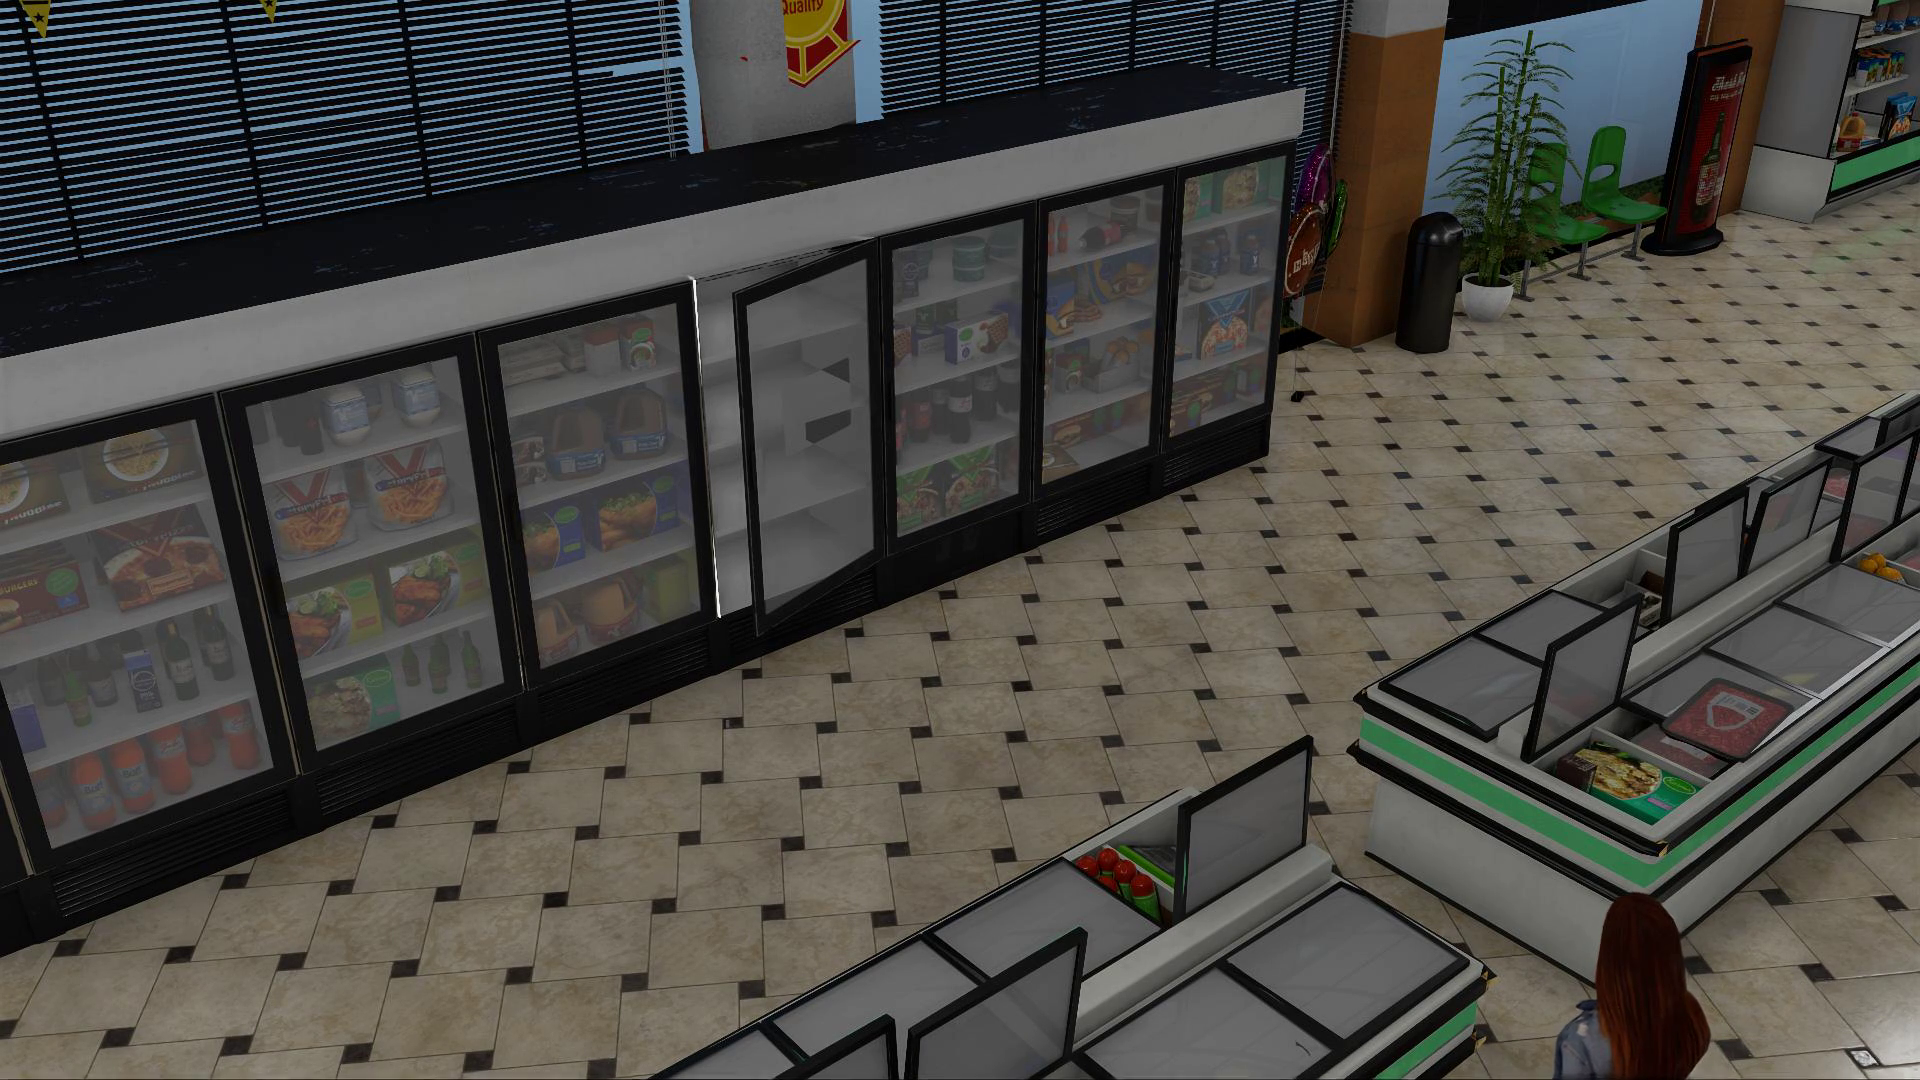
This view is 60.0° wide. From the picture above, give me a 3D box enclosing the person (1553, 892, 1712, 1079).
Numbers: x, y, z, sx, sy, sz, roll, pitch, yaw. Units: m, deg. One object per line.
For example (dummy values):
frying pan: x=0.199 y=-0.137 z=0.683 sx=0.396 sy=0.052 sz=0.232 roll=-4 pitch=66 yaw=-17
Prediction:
person: x=1.673 y=1.650 z=4.335 sx=0.516 sy=1.700 sz=0.715 roll=-14 pitch=30 yaw=-26
